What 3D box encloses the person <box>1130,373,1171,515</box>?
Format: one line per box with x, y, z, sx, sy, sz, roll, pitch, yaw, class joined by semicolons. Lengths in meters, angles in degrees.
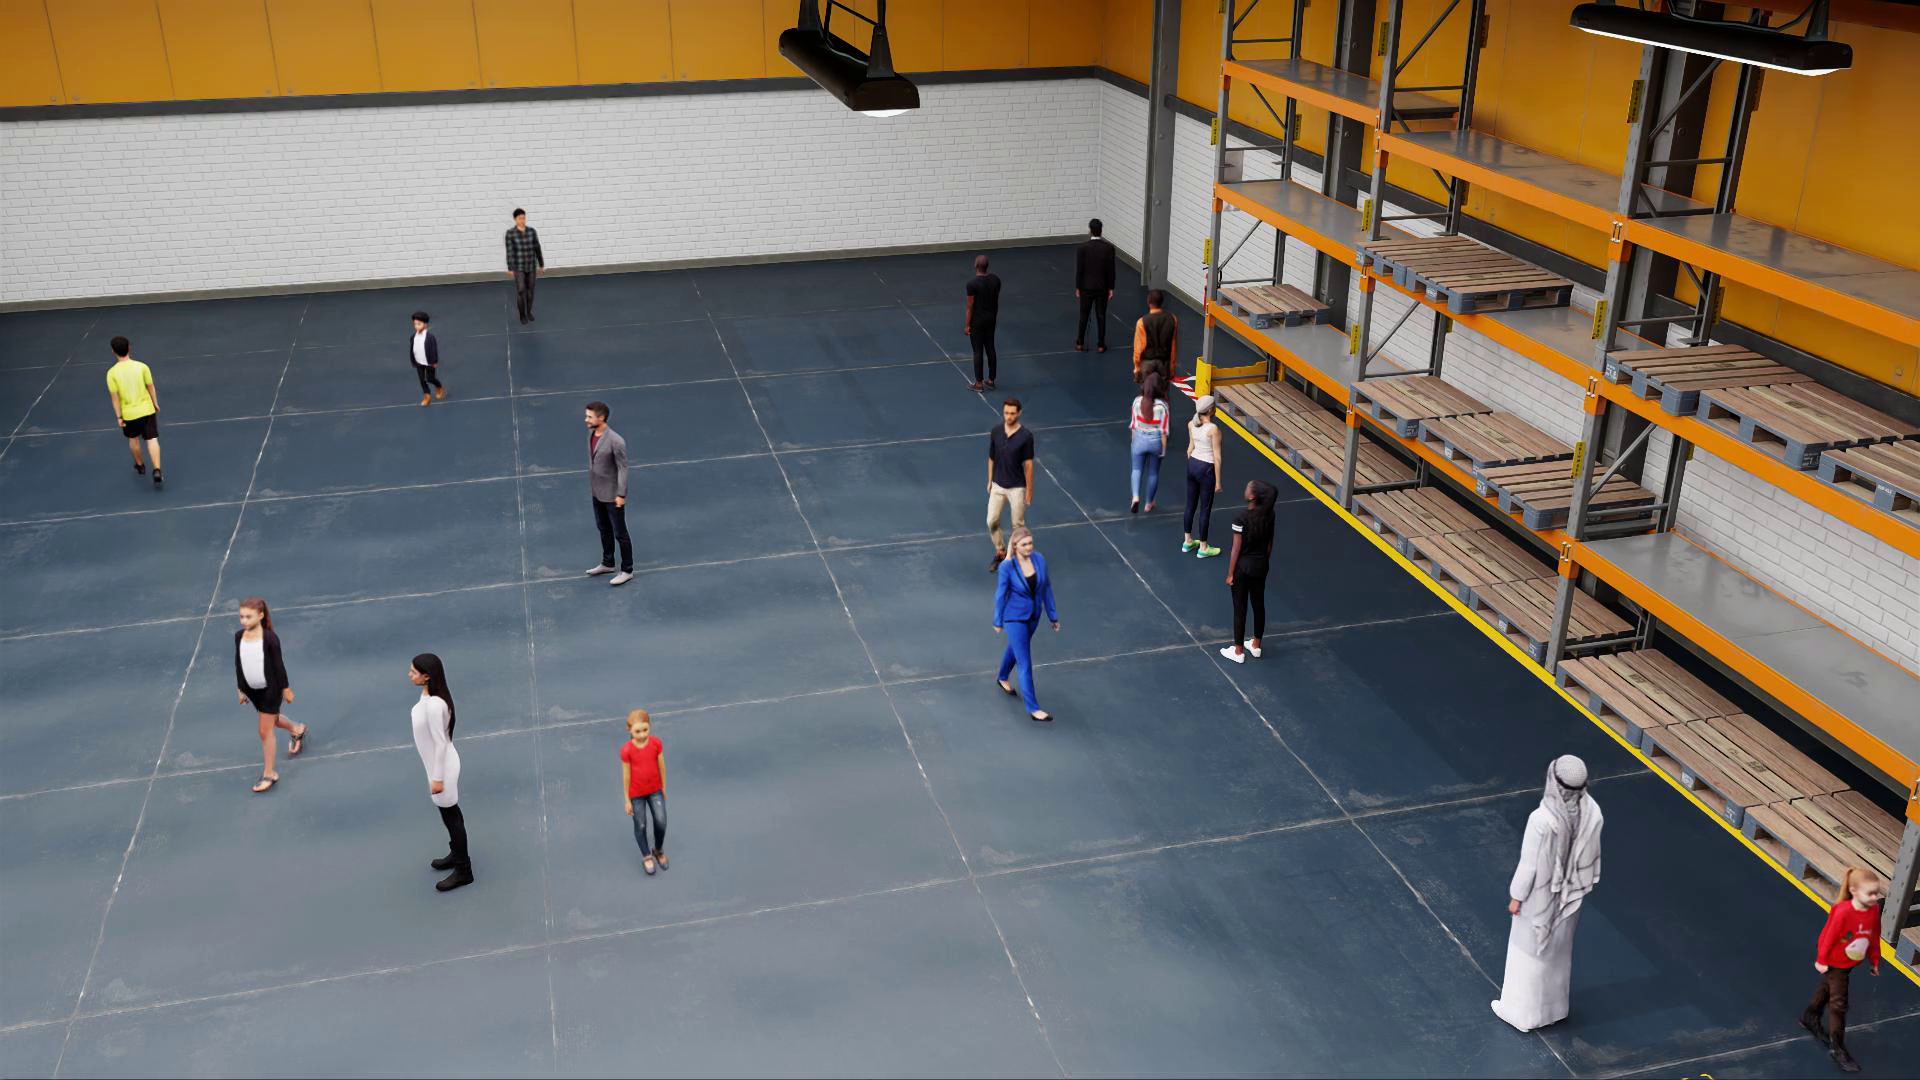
2.005;-1.004;17.895;0.842;1.598;0.953;7;25;17;person

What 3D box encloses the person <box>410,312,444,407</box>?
-6.886;-2.354;21.459;0.655;1.217;0.744;6;24;13;person

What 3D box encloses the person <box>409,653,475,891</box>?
-3.631;1.601;11.672;0.684;1.808;0.488;-8;25;-18;person

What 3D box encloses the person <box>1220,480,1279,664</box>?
2.587;0.263;14.837;0.666;1.725;0.657;-12;27;-26;person

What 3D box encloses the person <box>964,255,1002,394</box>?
0.301;-2.849;21.838;0.730;1.819;0.678;-15;28;-30;person

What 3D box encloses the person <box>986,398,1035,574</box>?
0.526;-0.569;16.595;0.792;1.843;0.828;9;25;20;person

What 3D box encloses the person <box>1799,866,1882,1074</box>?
5.364;2.539;10.204;0.558;1.267;0.763;-9;25;-20;person

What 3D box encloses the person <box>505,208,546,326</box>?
-6.491;-4.089;24.665;0.795;1.700;0.827;-15;28;-30;person

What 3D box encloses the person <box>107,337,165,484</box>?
-9.278;-1.440;18.797;0.786;1.675;1.145;-12;26;-25;person

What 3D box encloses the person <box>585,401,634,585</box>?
-3.469;-0.482;16.361;0.729;1.871;0.839;19;30;37;person

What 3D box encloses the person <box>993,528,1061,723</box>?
0.465;0.651;14.036;0.910;1.655;1.204;-17;29;-34;person

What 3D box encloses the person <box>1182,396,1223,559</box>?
2.467;-0.663;16.985;0.732;1.702;0.598;-17;29;-34;person

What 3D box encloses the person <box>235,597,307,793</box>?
-5.433;1.129;13.102;0.865;1.529;1.112;5;24;12;person

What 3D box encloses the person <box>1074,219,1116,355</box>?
1.890;-3.570;23.425;0.796;1.871;0.757;3;24;7;person

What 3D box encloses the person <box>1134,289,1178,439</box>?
2.371;-2.047;19.903;0.731;1.900;0.913;-5;24;-10;person

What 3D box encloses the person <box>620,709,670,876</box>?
-2.281;1.773;11.914;0.506;1.300;0.549;-10;25;-21;person

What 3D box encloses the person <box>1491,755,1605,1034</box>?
3.629;2.170;10.223;0.684;1.927;0.633;-7;25;-17;person
